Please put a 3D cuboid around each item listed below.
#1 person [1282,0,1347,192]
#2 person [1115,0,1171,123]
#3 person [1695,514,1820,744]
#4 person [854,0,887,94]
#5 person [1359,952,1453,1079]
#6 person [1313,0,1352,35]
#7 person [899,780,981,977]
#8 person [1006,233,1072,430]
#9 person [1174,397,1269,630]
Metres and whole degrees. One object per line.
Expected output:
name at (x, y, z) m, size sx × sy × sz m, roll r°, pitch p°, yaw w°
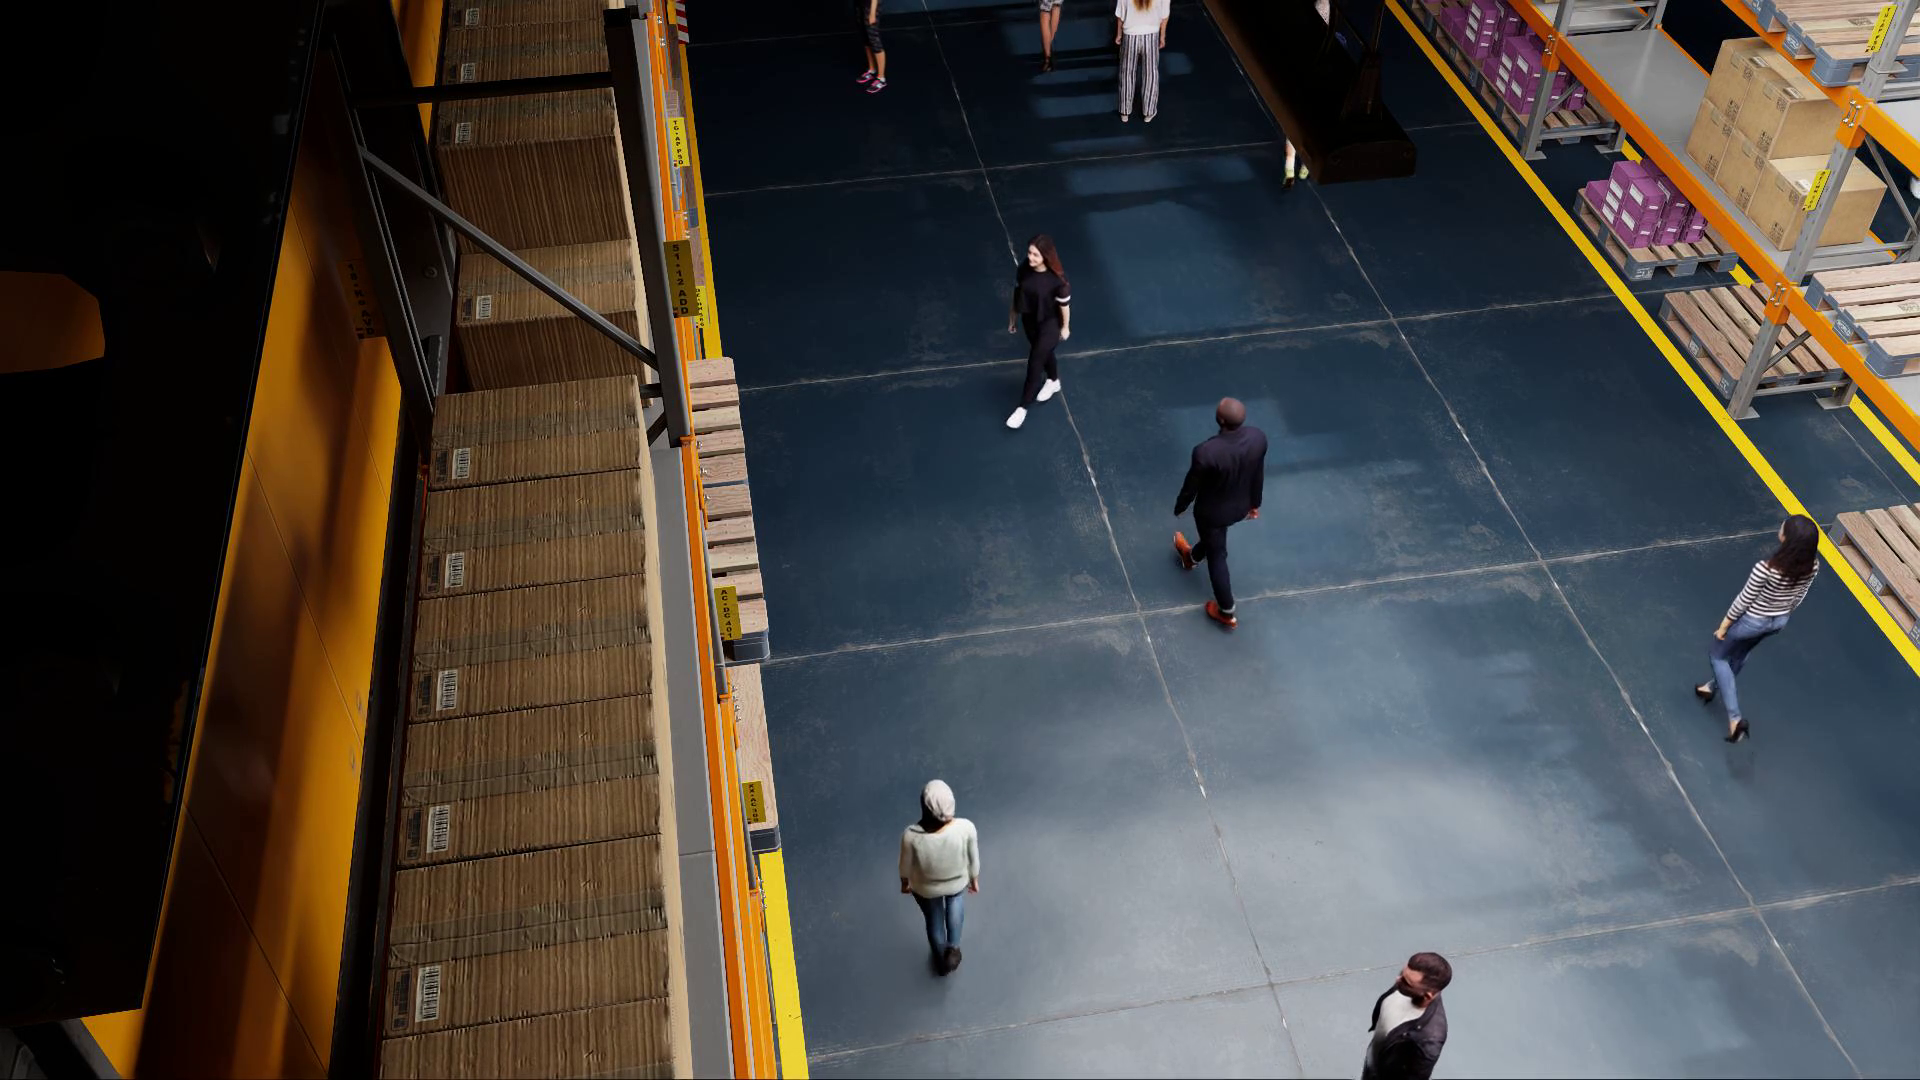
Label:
person at (3.188, -4.005, 15.103) m, size 0.906 × 1.817 × 1.131 m, roll 10°, pitch 45°, yaw 11°
person at (1.747, -4.856, 16.094) m, size 0.760 × 1.683 × 0.741 m, roll 7°, pitch 44°, yaw 7°
person at (4.957, 0.577, 10.322) m, size 0.612 × 1.777 × 0.897 m, roll -6°, pitch 44°, yaw -6°
person at (-0.899, -5.327, 16.558) m, size 0.697 × 1.724 × 0.584 m, roll -23°, pitch 48°, yaw -23°
person at (2.162, 2.583, 8.173) m, size 0.755 × 1.836 × 0.561 m, roll -1°, pitch 44°, yaw -1°
person at (3.773, -5.707, 16.828) m, size 0.828 × 1.902 × 1.218 m, roll 2°, pitch 44°, yaw 2°
person at (-0.091, 1.902, 9.029) m, size 0.579 × 1.642 × 0.576 m, roll -6°, pitch 44°, yaw -6°
person at (0.678, -1.704, 12.840) m, size 1.016 × 1.606 × 1.055 m, roll 28°, pitch 50°, yaw 26°
person at (1.785, -0.142, 11.074) m, size 0.938 × 1.781 × 1.210 m, roll -20°, pitch 47°, yaw -20°
